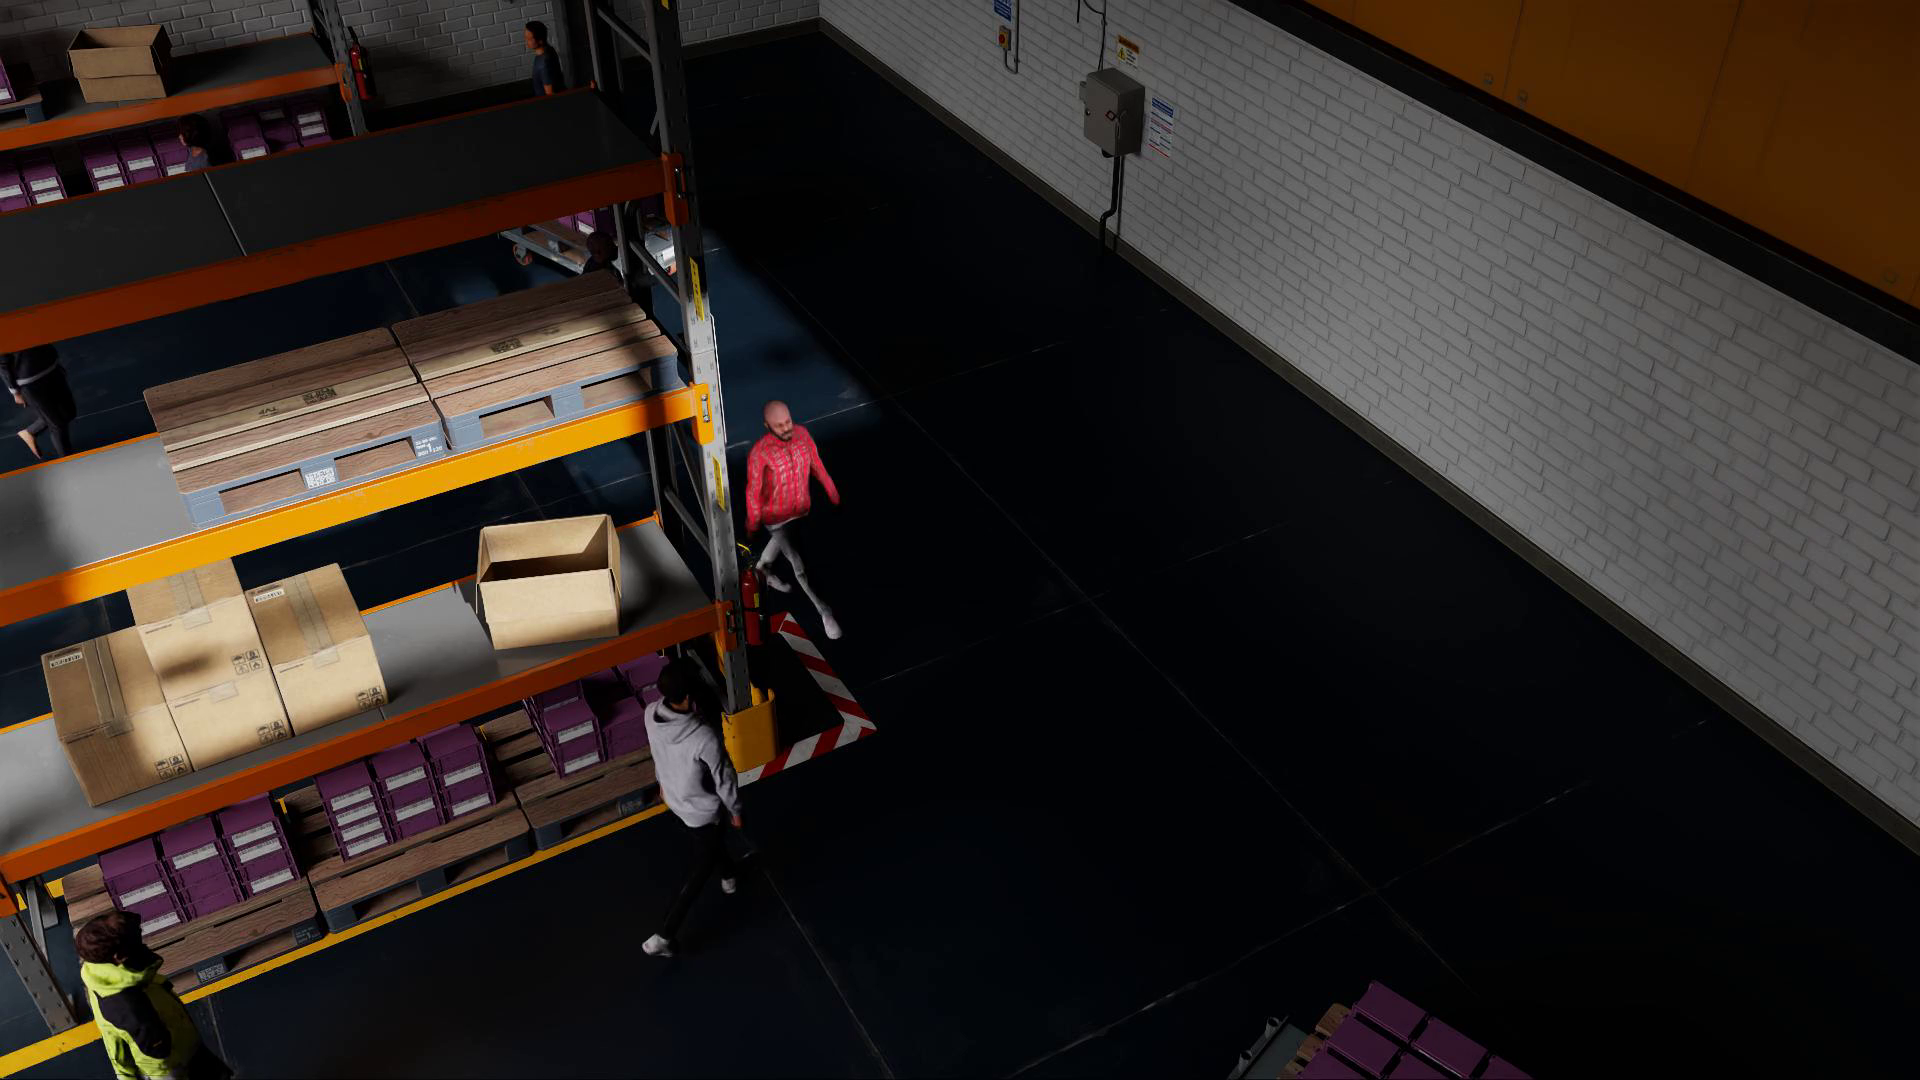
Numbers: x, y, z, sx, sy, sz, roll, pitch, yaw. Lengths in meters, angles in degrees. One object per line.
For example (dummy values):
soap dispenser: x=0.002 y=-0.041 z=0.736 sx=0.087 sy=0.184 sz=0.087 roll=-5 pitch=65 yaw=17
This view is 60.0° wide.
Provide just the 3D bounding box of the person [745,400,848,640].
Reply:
person: x=-1.212 y=-0.228 z=11.048 sx=1.072 sy=1.772 sz=1.236 roll=29 pitch=47 yaw=31

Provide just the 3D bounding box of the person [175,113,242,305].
person: x=-6.396 y=-2.893 z=14.446 sx=0.912 sy=1.696 sz=0.651 roll=-24 pitch=44 yaw=-27

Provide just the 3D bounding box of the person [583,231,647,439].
person: x=-2.707 y=-1.506 z=12.619 sx=0.976 sy=1.809 sz=0.871 roll=-6 pitch=39 yaw=-8

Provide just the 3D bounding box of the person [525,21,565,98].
person: x=-3.794 y=-4.112 z=15.907 sx=1.076 sy=1.779 sz=0.921 roll=-2 pitch=39 yaw=-3

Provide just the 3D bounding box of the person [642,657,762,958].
person: x=-1.467 y=1.439 z=8.860 sx=1.026 sy=1.898 sz=1.320 roll=25 pitch=45 yaw=28

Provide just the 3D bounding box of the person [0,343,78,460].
person: x=-6.899 y=-1.210 z=12.298 sx=1.030 sy=1.748 sz=0.952 roll=8 pitch=39 yaw=10

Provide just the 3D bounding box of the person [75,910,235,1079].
person: x=-3.690 y=2.438 z=7.557 sx=0.797 sy=1.964 sz=0.832 roll=-28 pitch=46 yaw=-30
